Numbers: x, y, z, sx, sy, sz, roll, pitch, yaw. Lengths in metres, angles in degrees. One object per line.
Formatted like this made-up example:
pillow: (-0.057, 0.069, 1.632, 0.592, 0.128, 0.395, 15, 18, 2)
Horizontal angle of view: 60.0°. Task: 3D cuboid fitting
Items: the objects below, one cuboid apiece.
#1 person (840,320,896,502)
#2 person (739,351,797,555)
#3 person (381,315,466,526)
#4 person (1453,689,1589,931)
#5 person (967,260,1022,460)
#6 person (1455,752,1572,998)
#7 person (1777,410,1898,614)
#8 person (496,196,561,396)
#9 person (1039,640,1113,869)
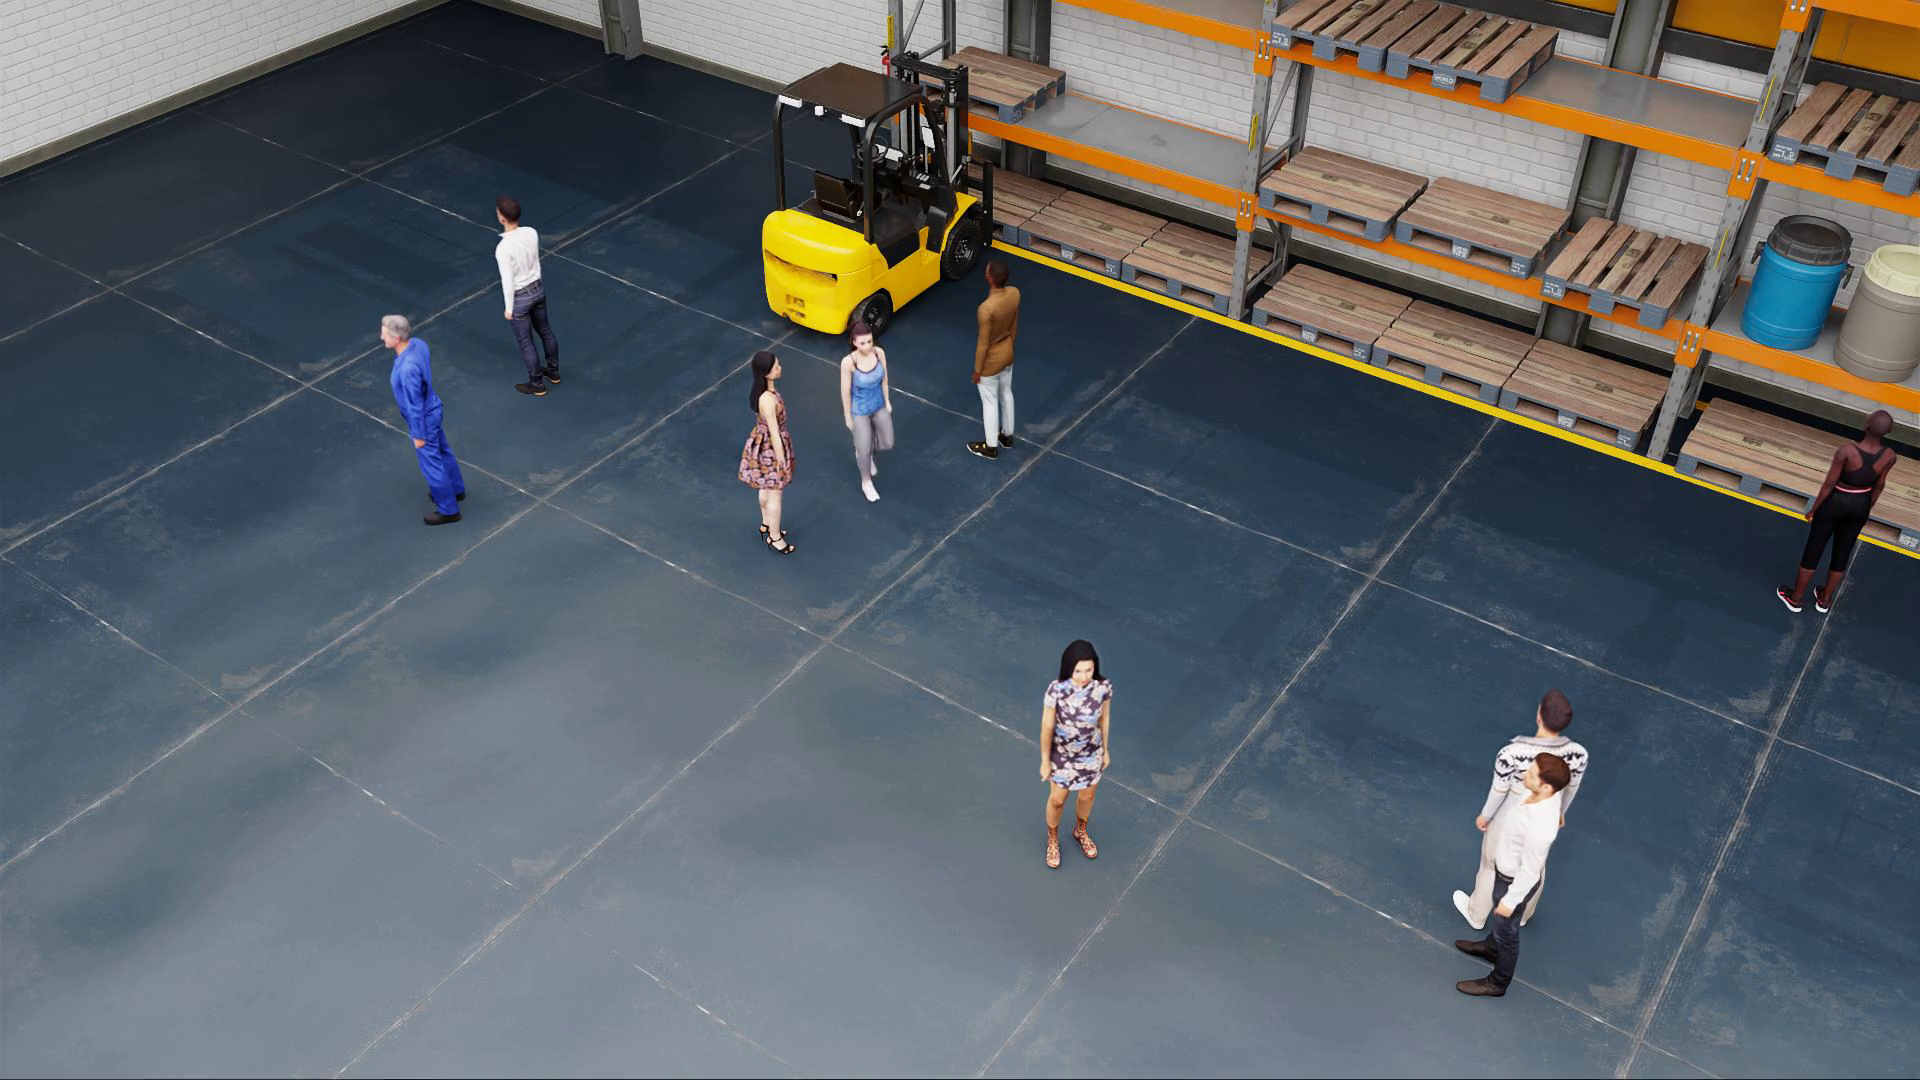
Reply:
person: (-0.772, -1.070, 13.322, 0.713, 1.600, 0.791, -22, 44, -25)
person: (-1.433, -0.676, 12.690, 0.863, 1.773, 0.790, -12, 40, -14)
person: (-4.185, -0.962, 13.008, 0.827, 1.823, 0.783, -5, 39, -6)
person: (3.315, 1.610, 9.756, 0.738, 1.862, 0.824, -3, 39, -3)
person: (0.299, -1.492, 13.677, 0.573, 1.817, 0.647, 28, 47, 31)
person: (3.154, 1.884, 9.406, 0.665, 1.871, 0.719, 9, 40, 12)
person: (6.431, -0.206, 12.113, 0.620, 1.758, 0.727, 4, 39, 4)
person: (-3.763, -2.116, 14.417, 0.598, 1.868, 0.626, 20, 43, 23)
person: (0.713, 1.307, 10.238, 0.678, 1.733, 0.715, -10, 40, -12)
